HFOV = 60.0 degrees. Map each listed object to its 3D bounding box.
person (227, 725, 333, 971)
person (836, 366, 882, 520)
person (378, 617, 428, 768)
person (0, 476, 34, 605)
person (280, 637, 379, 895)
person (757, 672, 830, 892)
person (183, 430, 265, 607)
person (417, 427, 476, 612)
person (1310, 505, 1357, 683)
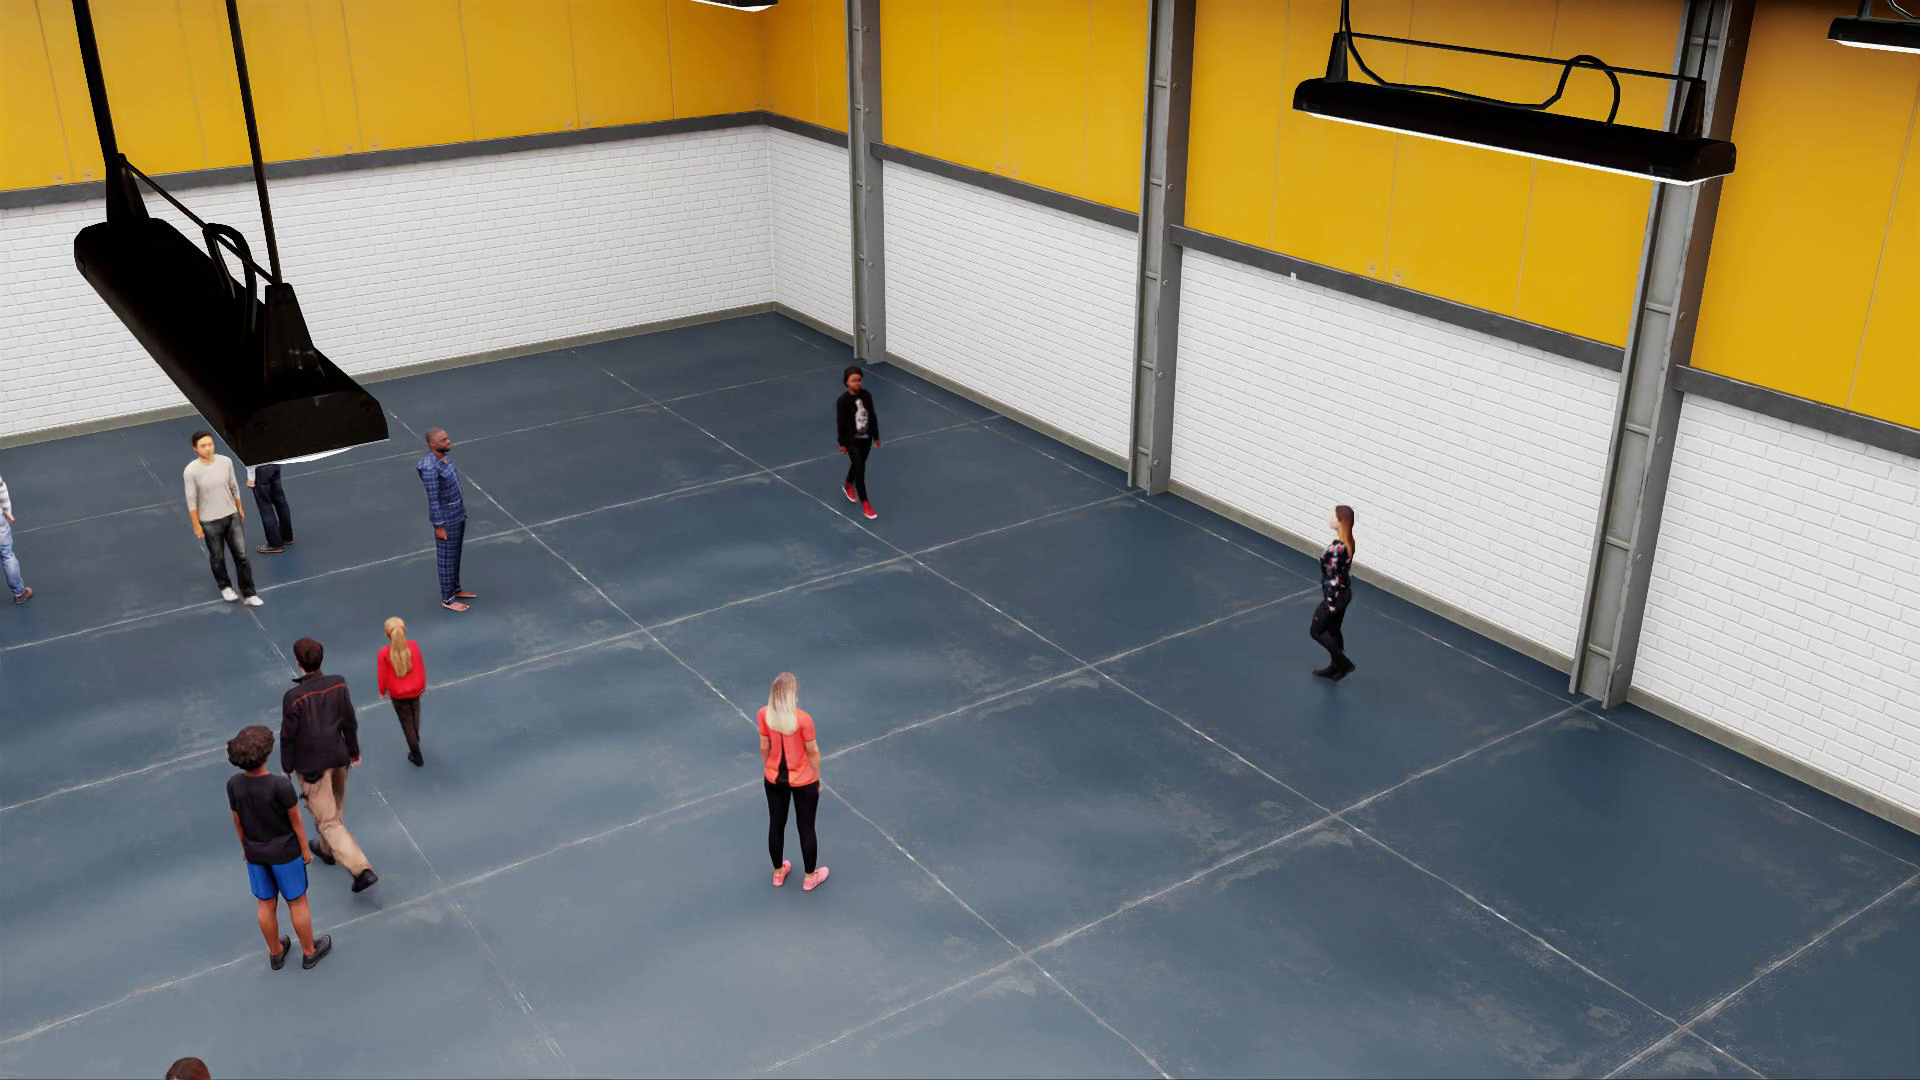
[{"bbox_3d":[-4.492,2.017,10.869,0.706,1.799,0.746,0,24,0],"label":"person"},{"bbox_3d":[-1.151,-1.118,18.228,0.572,1.648,1.053,-16,28,-32],"label":"person"},{"bbox_3d":[-4.428,1.229,13.335,0.525,1.267,0.762,-17,29,-34],"label":"person"},{"bbox_3d":[-9.389,-0.243,15.976,0.707,1.850,0.642,-7,25,-16],"label":"person"},{"bbox_3d":[-4.439,1.613,11.674,1.294,1.895,0.968,16,28,32],"label":"person"},{"bbox_3d":[-1.198,1.695,11.738,0.650,1.693,0.739,8,25,17],"label":"person"},{"bbox_3d":[-7.186,-0.233,16.031,0.774,1.787,0.986,-21,31,-39],"label":"person"},{"bbox_3d":[-4.931,-0.231,15.980,0.847,1.824,0.752,0,24,0],"label":"person"},{"bbox_3d":[3.357,0.495,14.503,0.780,1.678,0.725,10,25,21],"label":"person"}]
